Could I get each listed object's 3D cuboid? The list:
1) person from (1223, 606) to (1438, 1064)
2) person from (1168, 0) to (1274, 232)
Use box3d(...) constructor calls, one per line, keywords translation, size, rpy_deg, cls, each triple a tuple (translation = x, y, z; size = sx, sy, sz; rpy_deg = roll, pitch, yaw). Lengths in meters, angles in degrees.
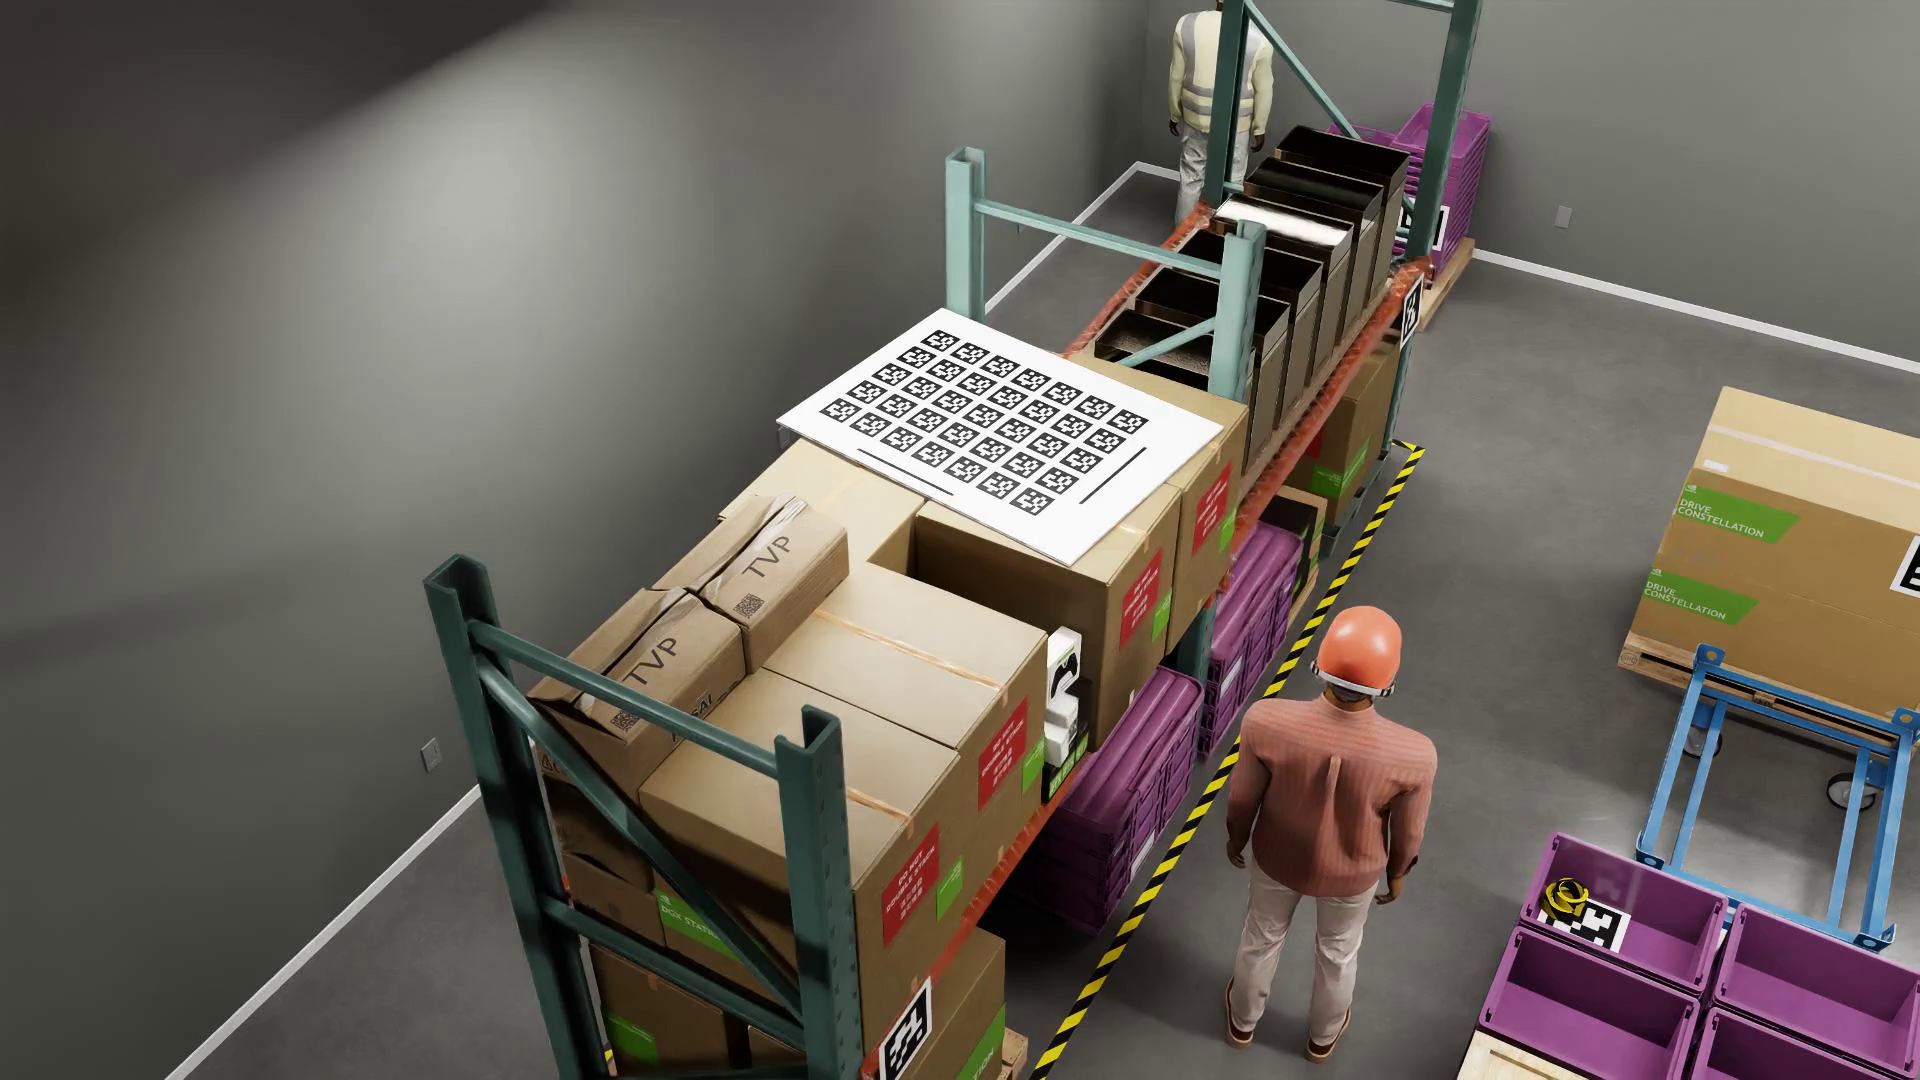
box3d(translation=(1.156, 0.993, 5.371), size=(0.612, 1.995, 0.382), rpy_deg=(10, 41, 12), cls="person")
box3d(translation=(1.496, -2.456, 9.605), size=(0.599, 1.830, 0.403), rpy_deg=(15, 42, 17), cls="person")
